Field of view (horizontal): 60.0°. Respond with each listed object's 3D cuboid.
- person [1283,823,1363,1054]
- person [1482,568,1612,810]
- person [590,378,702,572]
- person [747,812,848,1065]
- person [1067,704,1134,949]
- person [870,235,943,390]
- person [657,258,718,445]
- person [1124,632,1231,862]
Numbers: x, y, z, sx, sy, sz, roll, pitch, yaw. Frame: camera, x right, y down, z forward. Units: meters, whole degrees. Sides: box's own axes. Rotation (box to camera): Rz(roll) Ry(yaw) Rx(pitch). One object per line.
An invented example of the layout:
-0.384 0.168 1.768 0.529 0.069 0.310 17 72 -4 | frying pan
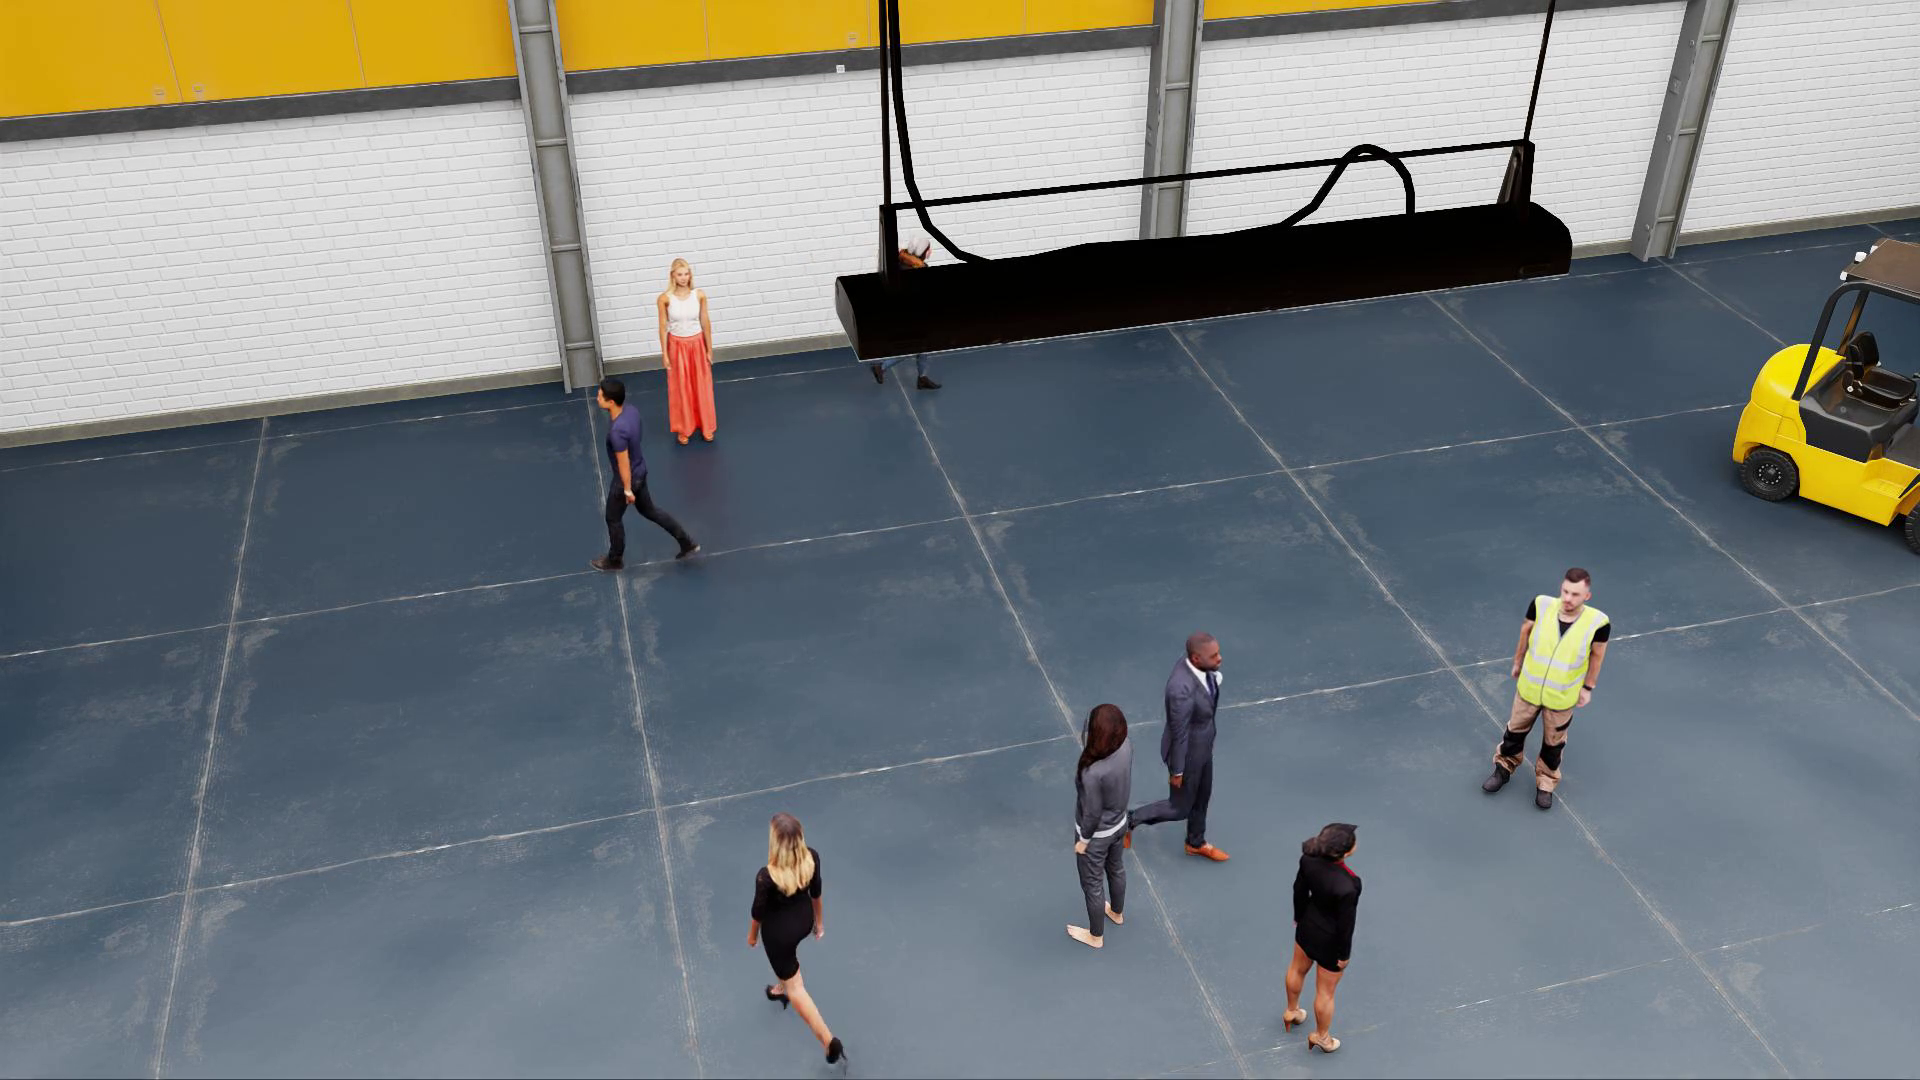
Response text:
2.024 2.211 9.275 0.686 1.639 0.635 -19 38 -26 | person
3.898 0.948 10.987 0.855 1.846 0.915 18 38 25 | person
-2.545 -0.499 13.243 1.219 1.760 0.928 4 34 5 | person
-0.907 2.236 9.234 0.955 1.643 1.035 28 42 35 | person
0.856 1.695 9.936 0.745 1.768 0.649 23 40 31 | person
-0.497 -2.135 15.836 0.999 1.615 0.796 0 34 0 | person
-2.472 -1.716 15.037 0.492 1.802 0.666 -8 35 -12 | person
1.366 1.310 10.481 1.131 1.804 1.022 12 35 17 | person
